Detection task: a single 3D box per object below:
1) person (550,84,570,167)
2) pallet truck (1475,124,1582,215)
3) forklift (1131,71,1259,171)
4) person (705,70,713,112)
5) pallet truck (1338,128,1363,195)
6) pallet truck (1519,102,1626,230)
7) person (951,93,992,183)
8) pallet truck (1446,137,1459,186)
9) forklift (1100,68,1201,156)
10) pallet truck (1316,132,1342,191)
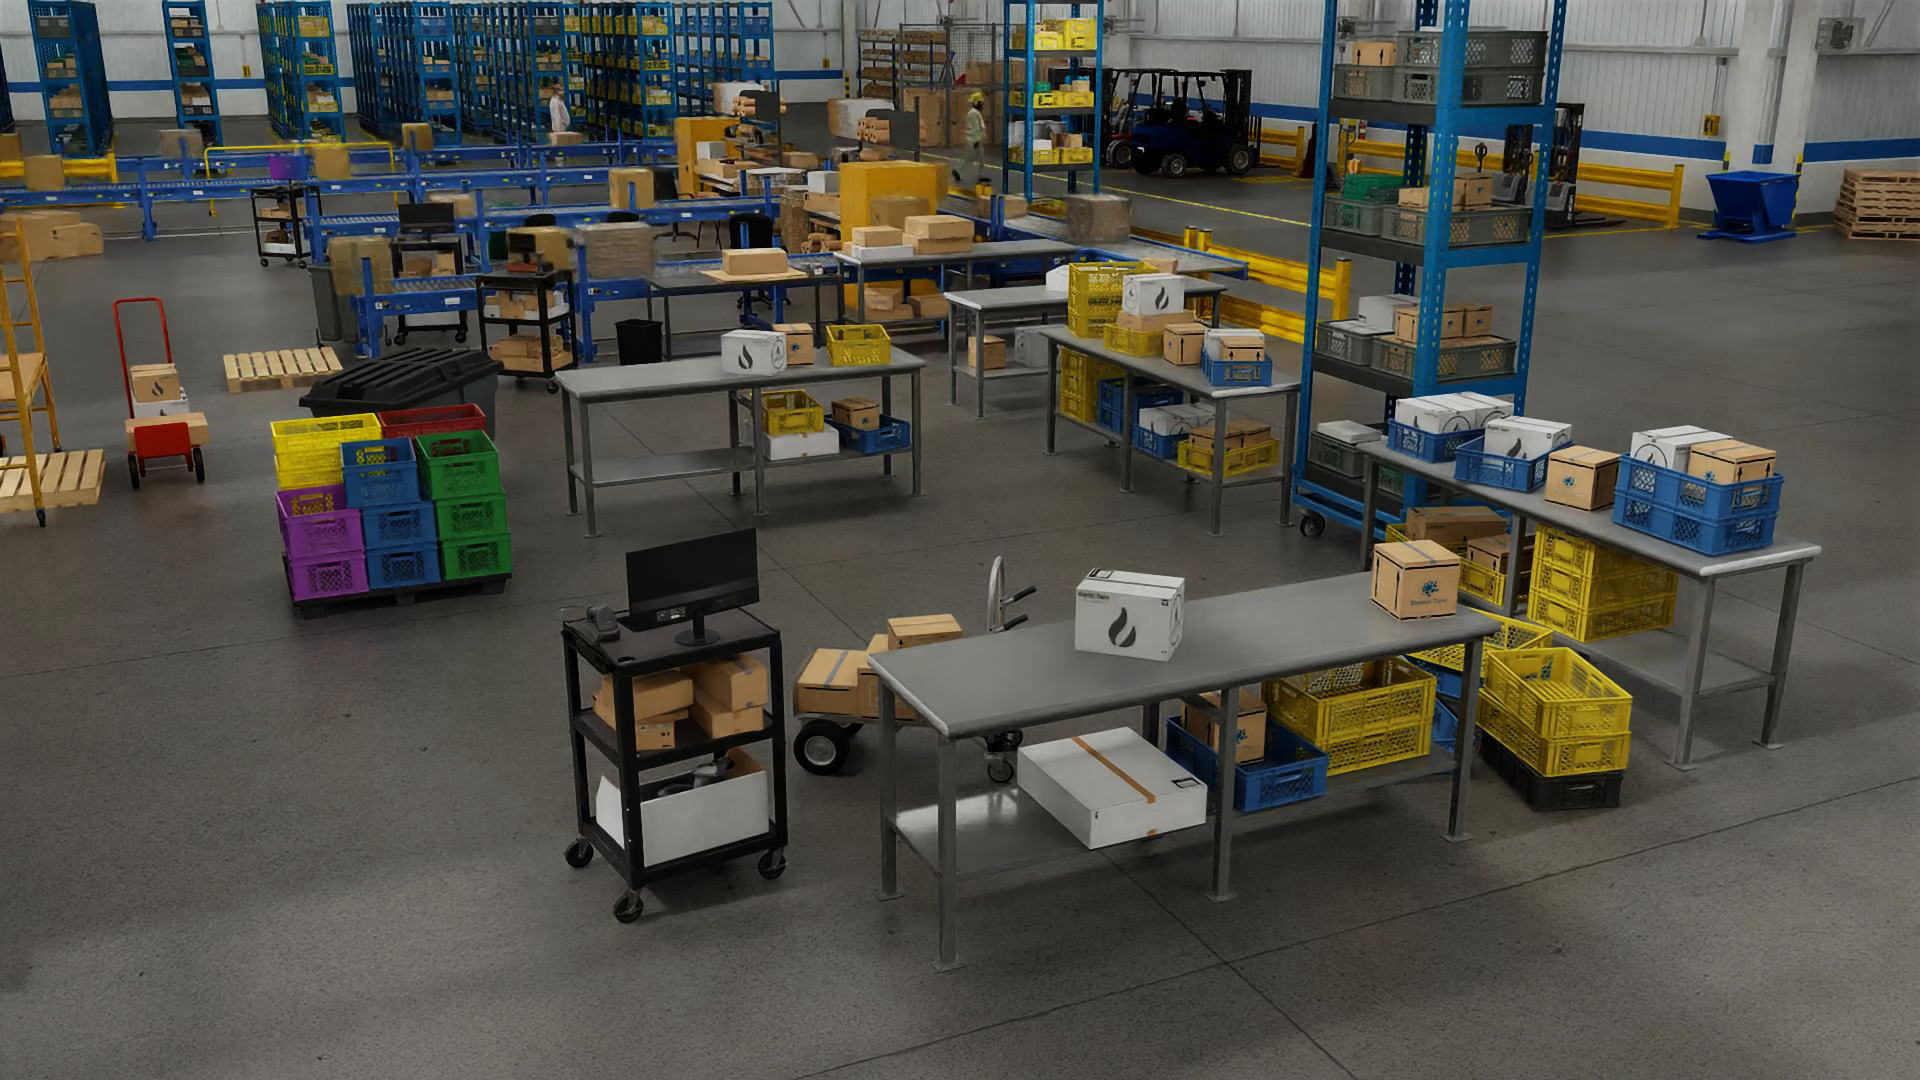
[{"bbox_3d":[-8.508,-8.752,35.490,0.403,1.904,0.651,-3,18,-10],"label":"person"},{"bbox_3d":[9.707,-6.455,28.103,1.885,1.965,0.823,-7,19,-20],"label":"pallet truck"},{"bbox_3d":[4.998,-8.936,35.413,2.680,1.987,1.157,-9,20,-25],"label":"forklift"},{"bbox_3d":[-7.026,-12.379,47.080,0.957,1.792,0.596,-12,21,-33],"label":"person"},{"bbox_3d":[7.845,-7.140,31.411,1.522,1.261,0.704,-9,20,-25],"label":"pallet truck"},{"bbox_3d":[9.972,-6.037,26.785,1.885,1.965,0.823,-9,20,-25],"label":"pallet truck"},{"bbox_3d":[0.245,-8.181,33.863,0.739,1.810,0.587,4,18,11],"label":"person"},{"bbox_3d":[9.184,-6.485,29.328,1.630,1.274,0.653,-8,19,-23],"label":"pallet truck"},{"bbox_3d":[4.082,-9.564,37.410,2.680,1.987,1.157,-8,19,-23],"label":"forklift"},{"bbox_3d":[7.723,-7.504,32.656,1.601,1.201,0.680,-8,19,-23],"label":"pallet truck"}]
